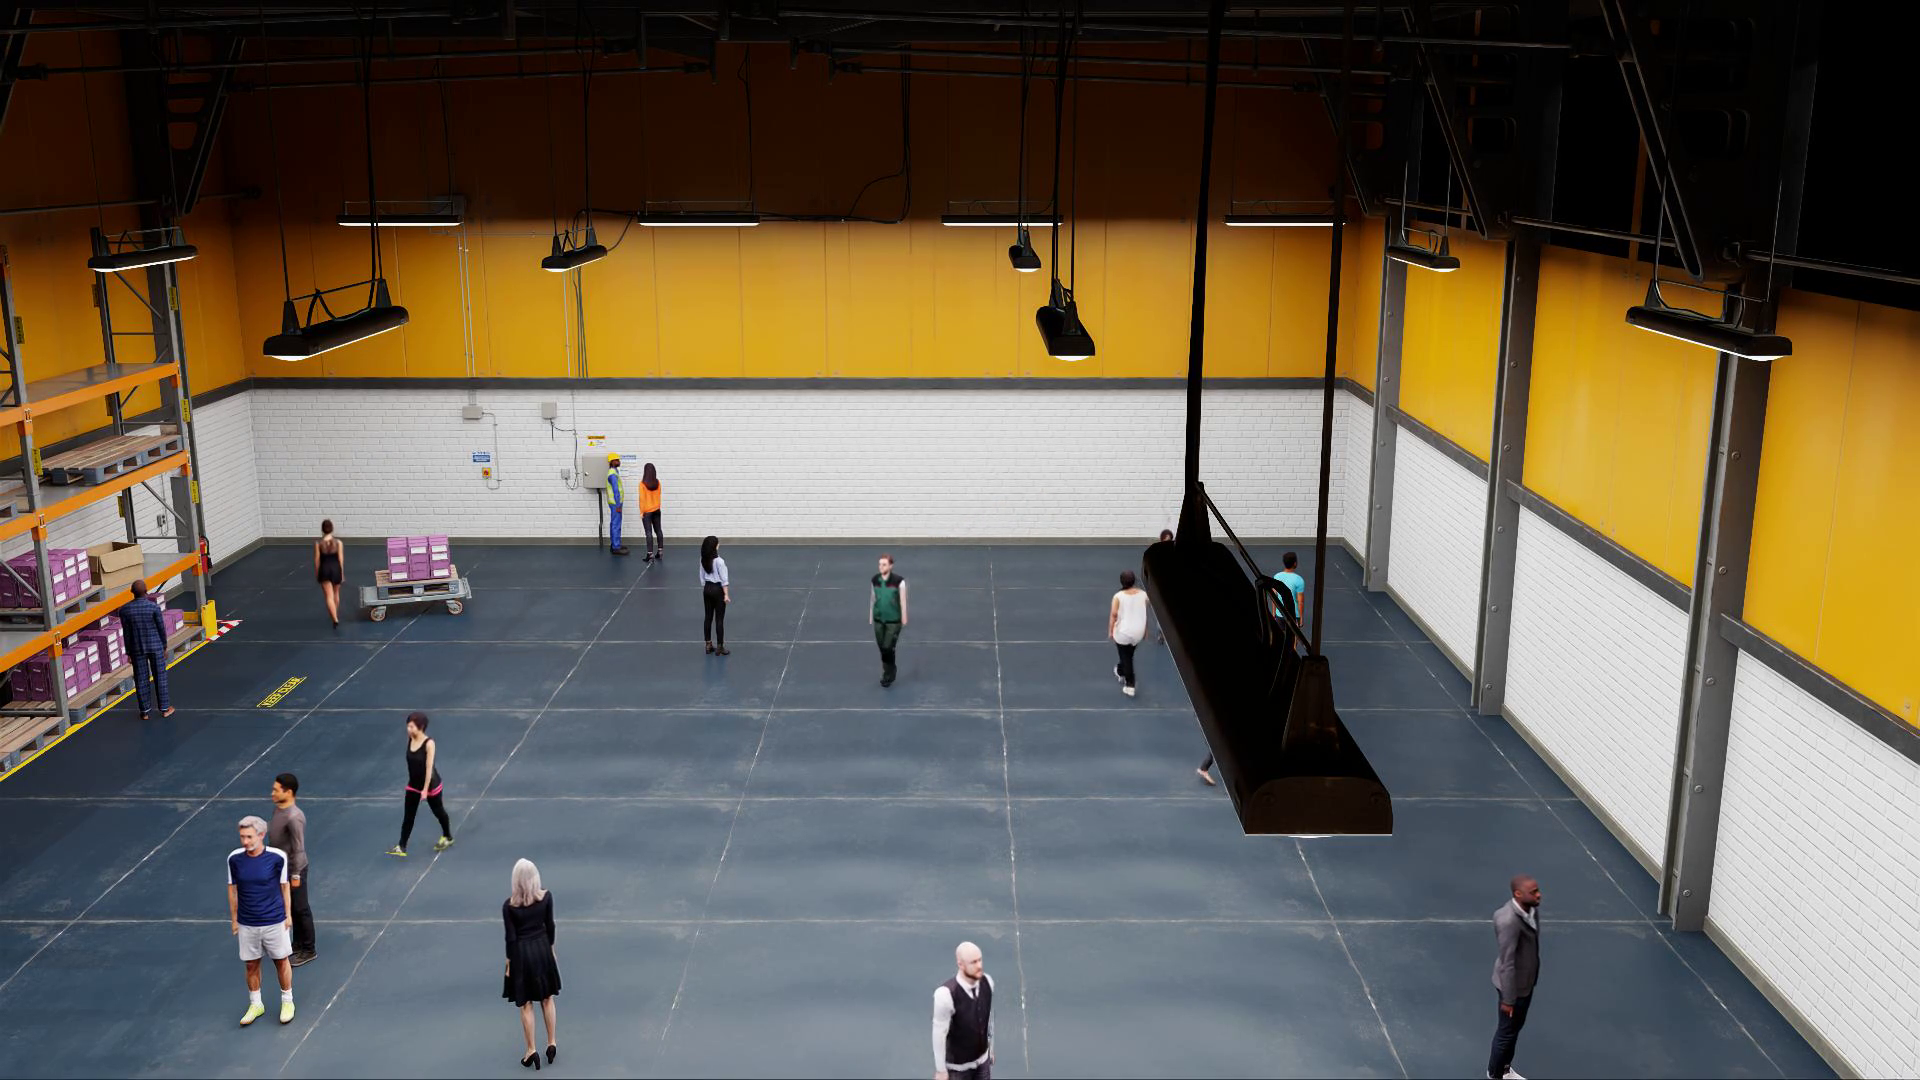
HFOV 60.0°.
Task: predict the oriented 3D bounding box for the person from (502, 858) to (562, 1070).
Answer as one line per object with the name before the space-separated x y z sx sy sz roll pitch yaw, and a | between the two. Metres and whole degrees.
person | -3.406 3.345 13.189 0.703 1.746 0.744 -10 17 -36

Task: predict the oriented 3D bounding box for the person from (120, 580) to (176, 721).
person | -10.342 1.379 21.154 0.743 1.820 0.732 -5 15 -21

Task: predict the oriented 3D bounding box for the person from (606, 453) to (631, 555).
person | -6.133 -0.669 29.622 0.777 1.813 0.606 -3 14 -14

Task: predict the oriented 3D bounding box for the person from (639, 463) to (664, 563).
person | -5.391 -0.496 29.049 0.766 1.748 0.692 12 18 40

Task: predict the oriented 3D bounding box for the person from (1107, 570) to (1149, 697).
person | 2.246 1.248 22.050 0.916 1.652 1.146 -6 15 -22

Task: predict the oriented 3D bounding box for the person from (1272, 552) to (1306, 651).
person | 4.468 1.030 22.685 0.688 1.776 0.722 11 17 38

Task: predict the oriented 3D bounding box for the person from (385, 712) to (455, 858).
person | -5.456 2.499 17.164 0.843 1.520 1.044 7 15 28

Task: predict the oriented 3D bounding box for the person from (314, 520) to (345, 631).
person | -9.442 0.553 24.961 0.936 1.632 1.223 -7 15 -27

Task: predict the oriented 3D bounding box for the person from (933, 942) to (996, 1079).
person | -0.016 3.662 11.733 0.899 1.816 0.959 -13 19 -43

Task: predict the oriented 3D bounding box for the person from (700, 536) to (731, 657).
person | -3.517 0.783 23.774 0.732 1.744 0.750 9 16 33

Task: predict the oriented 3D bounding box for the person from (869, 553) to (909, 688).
person | -0.939 1.057 22.463 0.809 1.829 0.865 7 15 26

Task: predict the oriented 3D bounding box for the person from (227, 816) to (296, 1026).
person | -5.807 3.140 13.844 0.658 1.837 0.573 -2 14 -7

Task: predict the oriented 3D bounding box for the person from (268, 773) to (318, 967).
person | -5.970 2.925 14.878 0.766 1.768 0.689 2 14 9

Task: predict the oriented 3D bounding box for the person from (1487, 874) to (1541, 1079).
person | 4.257 3.407 12.785 0.868 1.817 0.752 9 16 34
